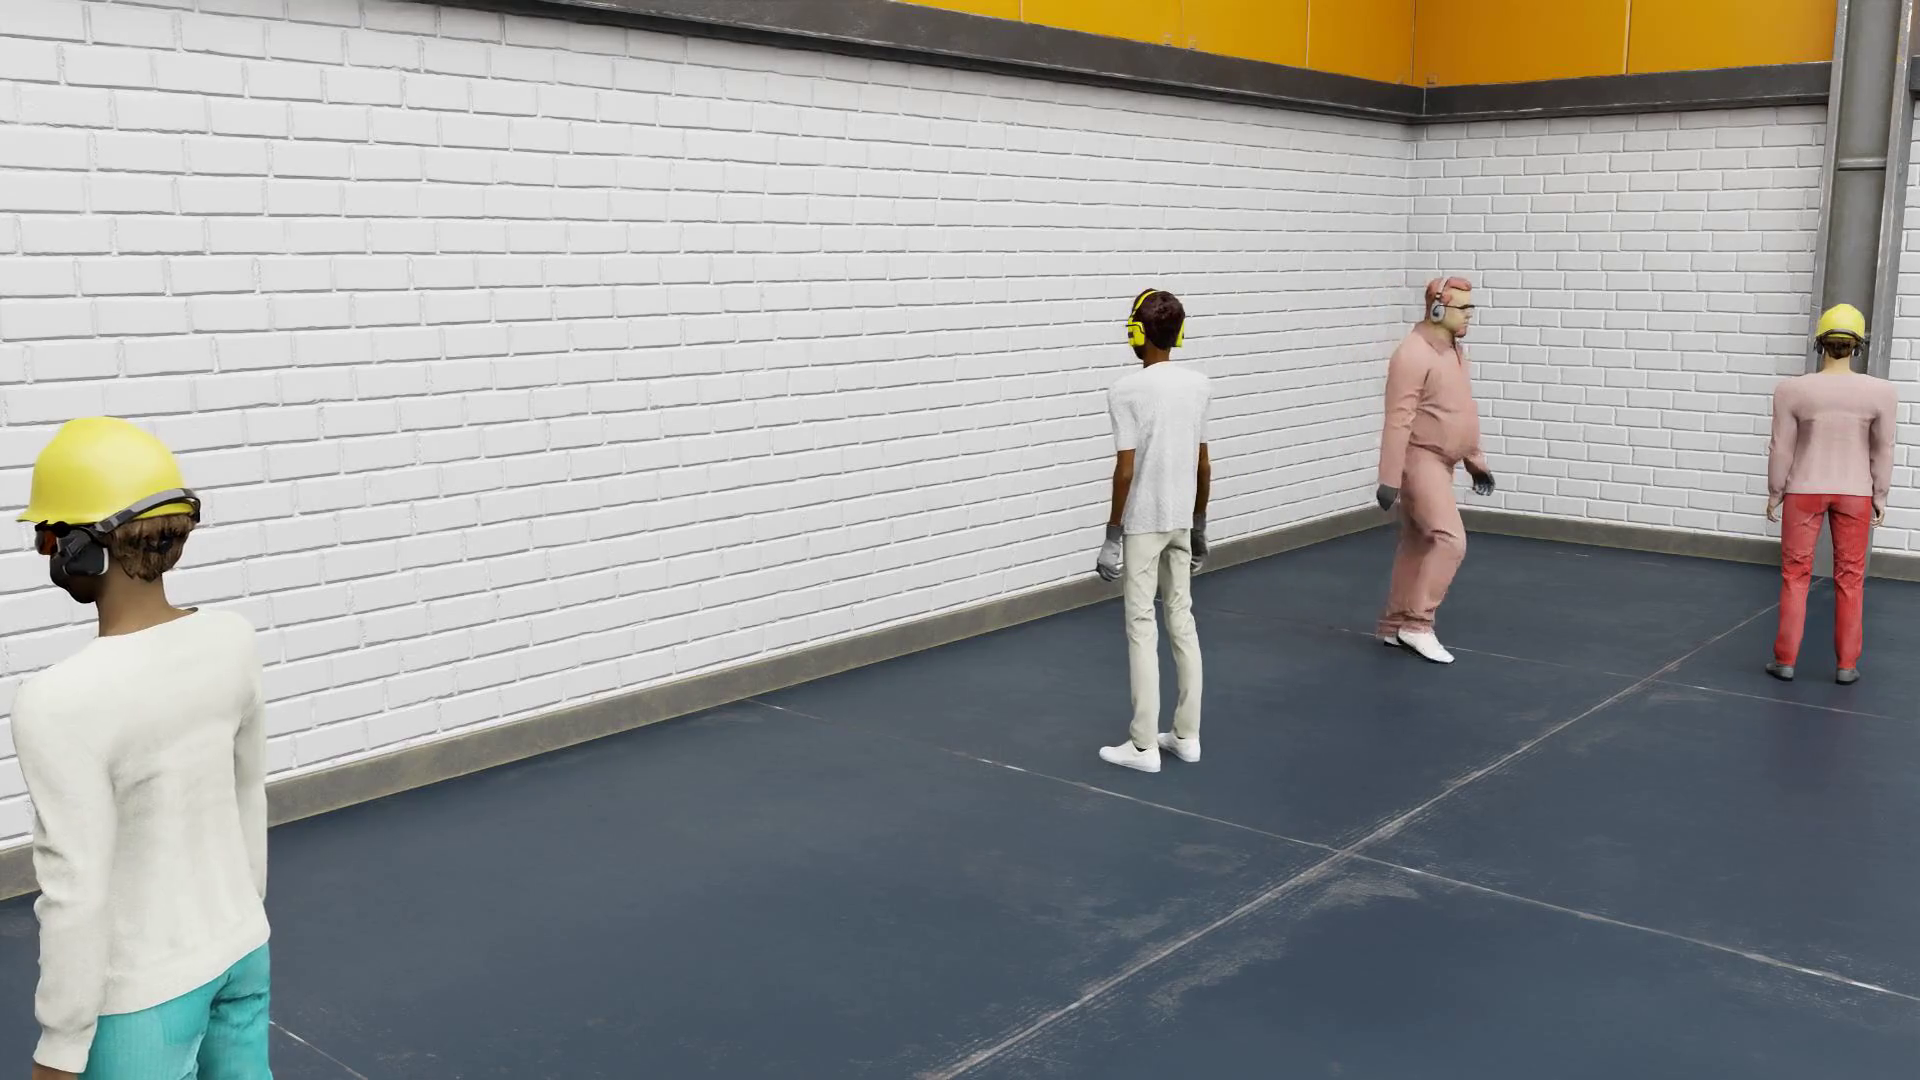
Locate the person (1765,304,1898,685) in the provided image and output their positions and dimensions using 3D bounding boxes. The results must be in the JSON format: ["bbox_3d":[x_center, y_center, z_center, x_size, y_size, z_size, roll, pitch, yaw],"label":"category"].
[{"bbox_3d":[4.024,-0.204,7.725,0.525,1.769,0.310,4,11,20],"label":"person"}]

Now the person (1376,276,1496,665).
[{"bbox_3d":[2.348,-0.342,8.166,0.587,1.884,0.661,6,12,31],"label":"person"}]

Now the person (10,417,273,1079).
[{"bbox_3d":[-1.288,0.687,2.652,0.313,1.767,0.534,2,10,9],"label":"person"}]

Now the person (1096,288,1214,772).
[{"bbox_3d":[0.756,-0.034,6.464,0.534,1.868,0.310,-7,12,-33],"label":"person"}]
